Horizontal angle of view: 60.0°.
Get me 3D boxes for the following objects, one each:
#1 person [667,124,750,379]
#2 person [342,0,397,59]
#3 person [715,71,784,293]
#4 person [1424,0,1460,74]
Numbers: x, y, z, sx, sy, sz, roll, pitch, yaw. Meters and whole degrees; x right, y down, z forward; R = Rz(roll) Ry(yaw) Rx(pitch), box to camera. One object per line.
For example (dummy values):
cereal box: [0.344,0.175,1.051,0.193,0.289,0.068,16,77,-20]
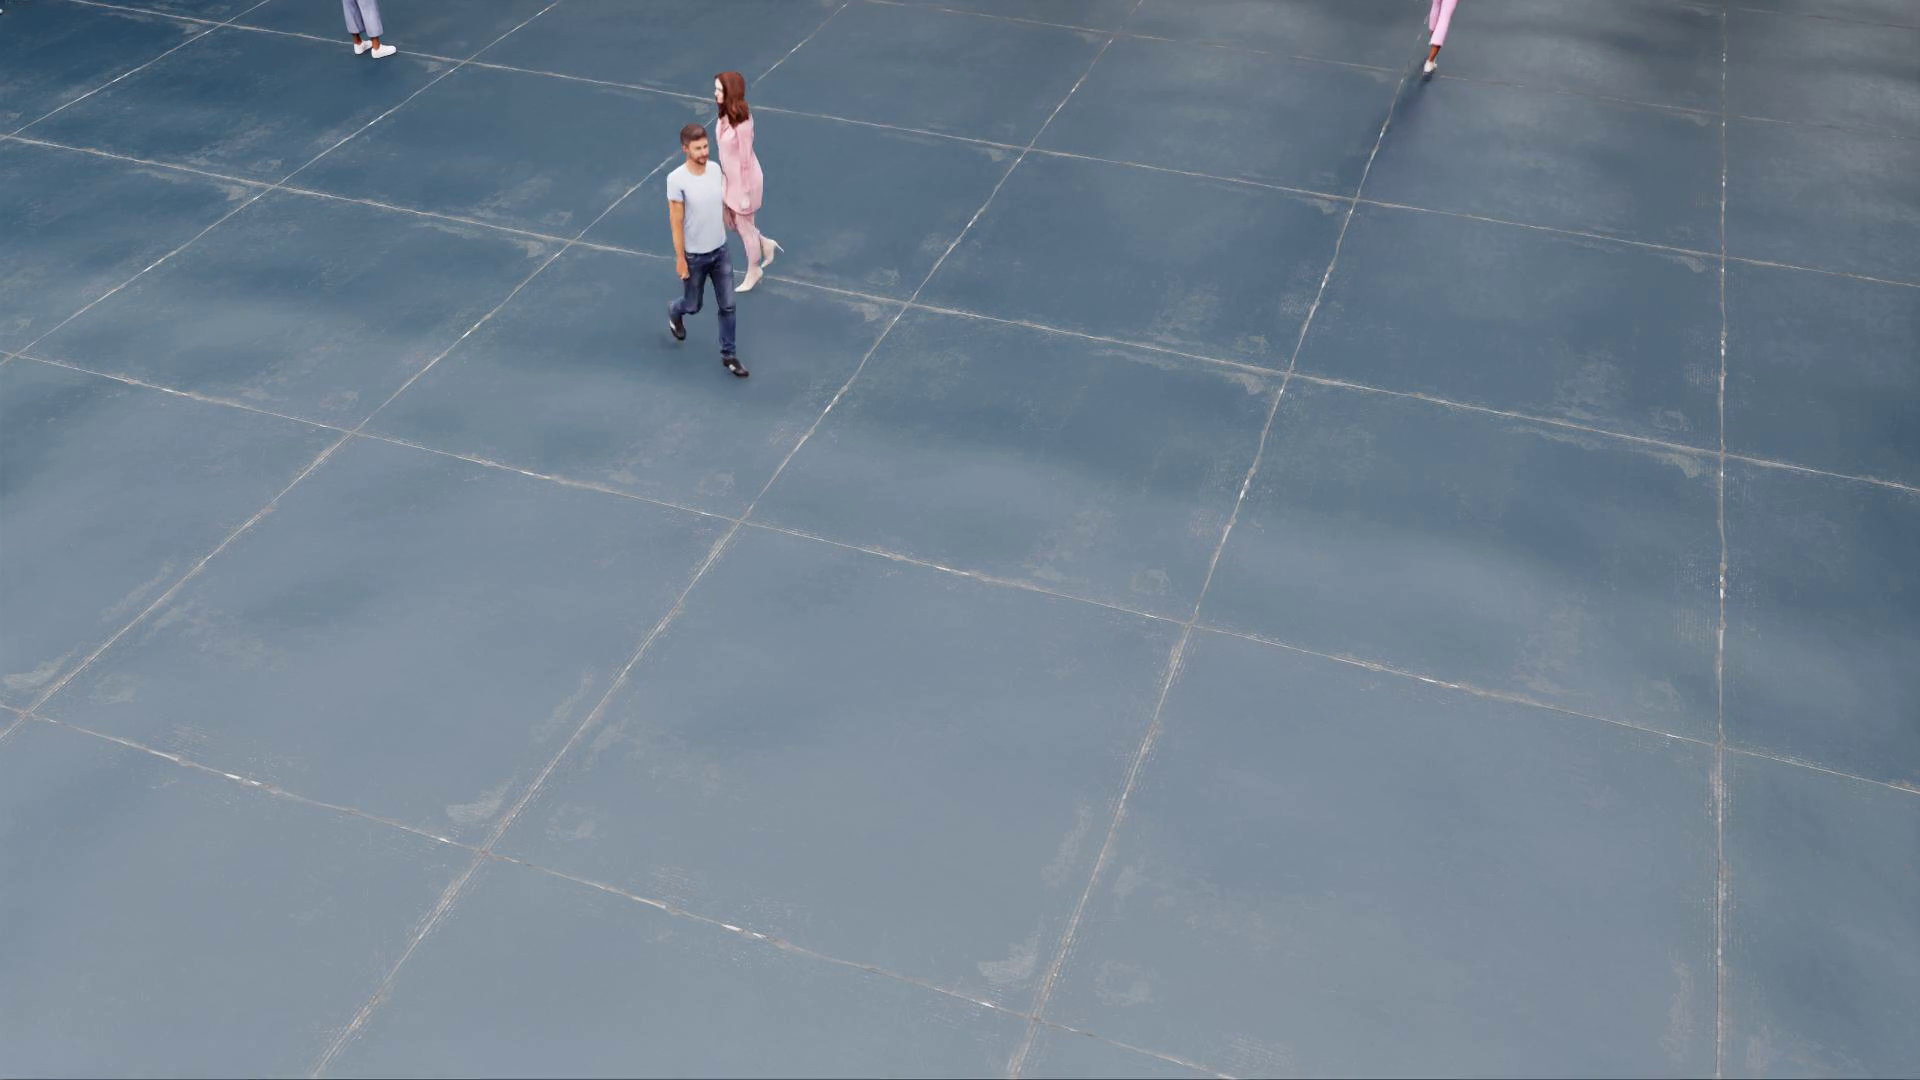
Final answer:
person: [-1.877,-2.073,11.811,1.108,1.845,1.045,-28,46,-31]
person: [-6.032,-5.658,16.514,0.614,1.696,0.583,20,42,24]
person: [-1.590,-2.740,12.706,0.867,1.793,0.802,-21,43,-25]
person: [4.745,-5.404,16.194,0.686,1.692,1.208,18,41,21]
